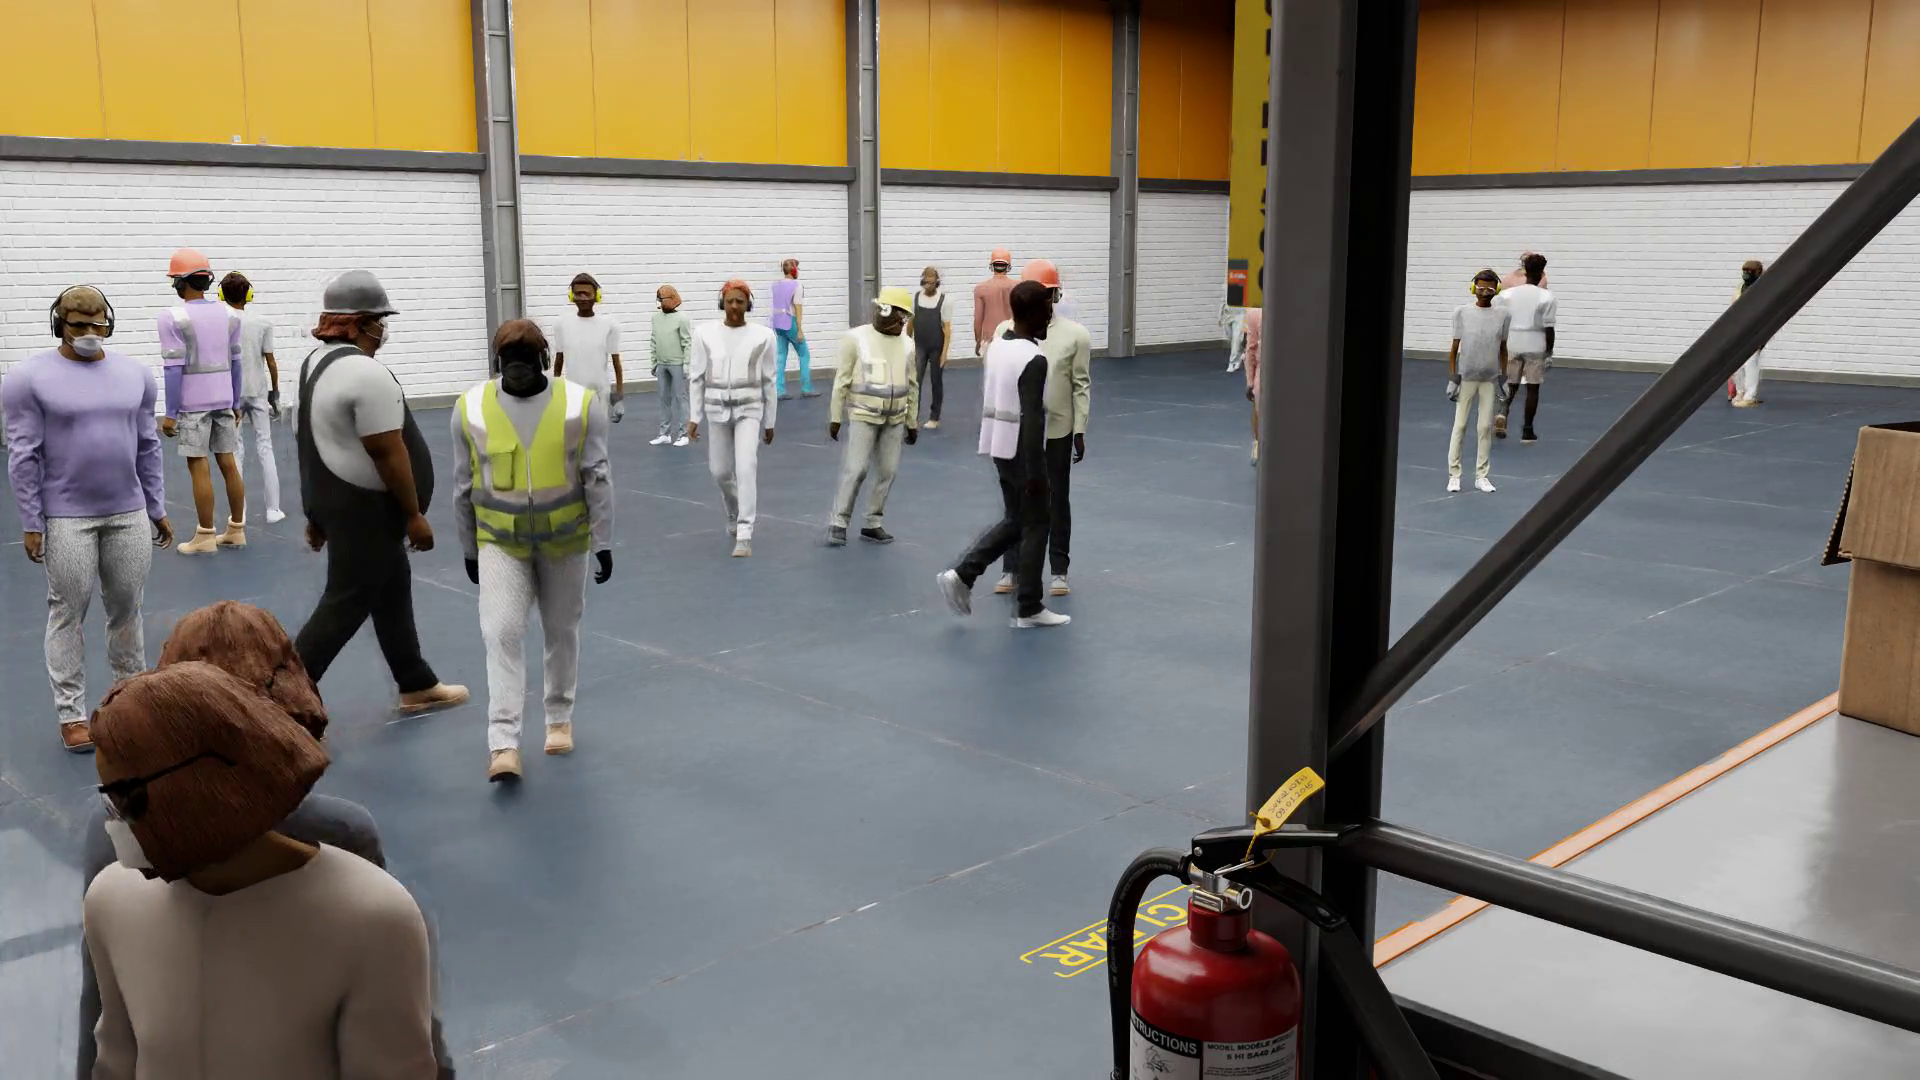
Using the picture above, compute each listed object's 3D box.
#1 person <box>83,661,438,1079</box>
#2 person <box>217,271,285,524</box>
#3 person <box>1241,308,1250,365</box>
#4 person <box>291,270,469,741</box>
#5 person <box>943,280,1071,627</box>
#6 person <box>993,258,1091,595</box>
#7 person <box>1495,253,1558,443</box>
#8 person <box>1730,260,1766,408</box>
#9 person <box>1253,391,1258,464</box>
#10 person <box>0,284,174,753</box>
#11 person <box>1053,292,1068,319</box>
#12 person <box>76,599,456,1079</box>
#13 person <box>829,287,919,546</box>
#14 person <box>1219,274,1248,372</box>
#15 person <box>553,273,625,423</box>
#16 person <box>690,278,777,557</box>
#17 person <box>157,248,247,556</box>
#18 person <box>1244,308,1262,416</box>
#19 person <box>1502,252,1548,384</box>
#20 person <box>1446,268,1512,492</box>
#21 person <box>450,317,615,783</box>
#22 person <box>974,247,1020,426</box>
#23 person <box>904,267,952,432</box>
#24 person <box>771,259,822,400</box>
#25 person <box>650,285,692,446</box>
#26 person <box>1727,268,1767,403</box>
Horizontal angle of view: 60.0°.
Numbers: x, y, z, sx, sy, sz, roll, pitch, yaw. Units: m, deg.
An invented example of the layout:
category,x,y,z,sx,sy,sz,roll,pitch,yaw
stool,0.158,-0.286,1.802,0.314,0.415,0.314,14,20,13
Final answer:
category,x,y,z,sx,sy,sz,roll,pitch,yaw
person,-0.906,0.960,2.114,0.499,1.610,0.504,1,10,4
person,-5.298,-1.041,12.315,0.510,1.861,0.329,-5,11,-23
person,3.459,-2.118,18.749,0.540,1.654,0.864,3,11,18
person,-2.619,-0.173,7.088,0.979,2.000,0.688,-8,13,-36
person,0.275,-0.448,8.973,0.605,1.897,0.604,-4,11,-21
person,0.466,-0.664,9.889,0.609,1.995,0.375,2,11,11
person,5.747,-1.940,16.959,0.623,1.951,0.590,8,13,37
person,9.765,-2.546,20.607,0.450,1.825,0.652,-3,11,-16
person,3.018,-1.720,15.704,0.613,1.973,1.110,6,12,30
person,-3.620,-0.097,6.969,0.371,1.934,0.627,8,13,38
person,0.829,-1.975,17.494,0.659,1.824,0.651,-8,13,-38
person,-1.063,0.876,2.612,0.527,1.577,0.879,4,11,22
person,-0.576,-0.843,11.464,0.683,1.770,0.404,-7,12,-32
person,4.354,-3.526,26.256,0.485,1.719,0.790,6,12,28
person,-2.783,-1.054,12.399,0.564,1.852,0.527,-1,10,-5
person,-1.522,-0.853,11.316,0.583,1.857,0.816,0,10,3
person,-5.070,-0.912,11.113,0.371,2.044,0.608,5,11,25
person,2.722,-1.363,14.008,0.654,1.887,0.617,3,11,16
person,8.079,-3.162,23.777,0.641,1.893,0.493,0,10,-2
person,4.317,-1.323,13.843,0.518,1.865,0.329,1,10,3
person,-1.680,0.042,6.572,0.628,1.807,0.894,-2,11,-13
person,0.452,-2.211,18.323,0.611,1.995,0.375,-1,10,-3
person,-0.382,-2.041,17.990,0.583,1.776,0.969,2,11,13
person,-2.125,-2.735,21.644,0.604,1.815,0.791,10,14,43
person,-2.943,-1.769,16.903,0.500,1.632,0.286,6,12,32
person,10.088,-2.634,21.265,0.328,1.765,0.527,-6,12,-30
